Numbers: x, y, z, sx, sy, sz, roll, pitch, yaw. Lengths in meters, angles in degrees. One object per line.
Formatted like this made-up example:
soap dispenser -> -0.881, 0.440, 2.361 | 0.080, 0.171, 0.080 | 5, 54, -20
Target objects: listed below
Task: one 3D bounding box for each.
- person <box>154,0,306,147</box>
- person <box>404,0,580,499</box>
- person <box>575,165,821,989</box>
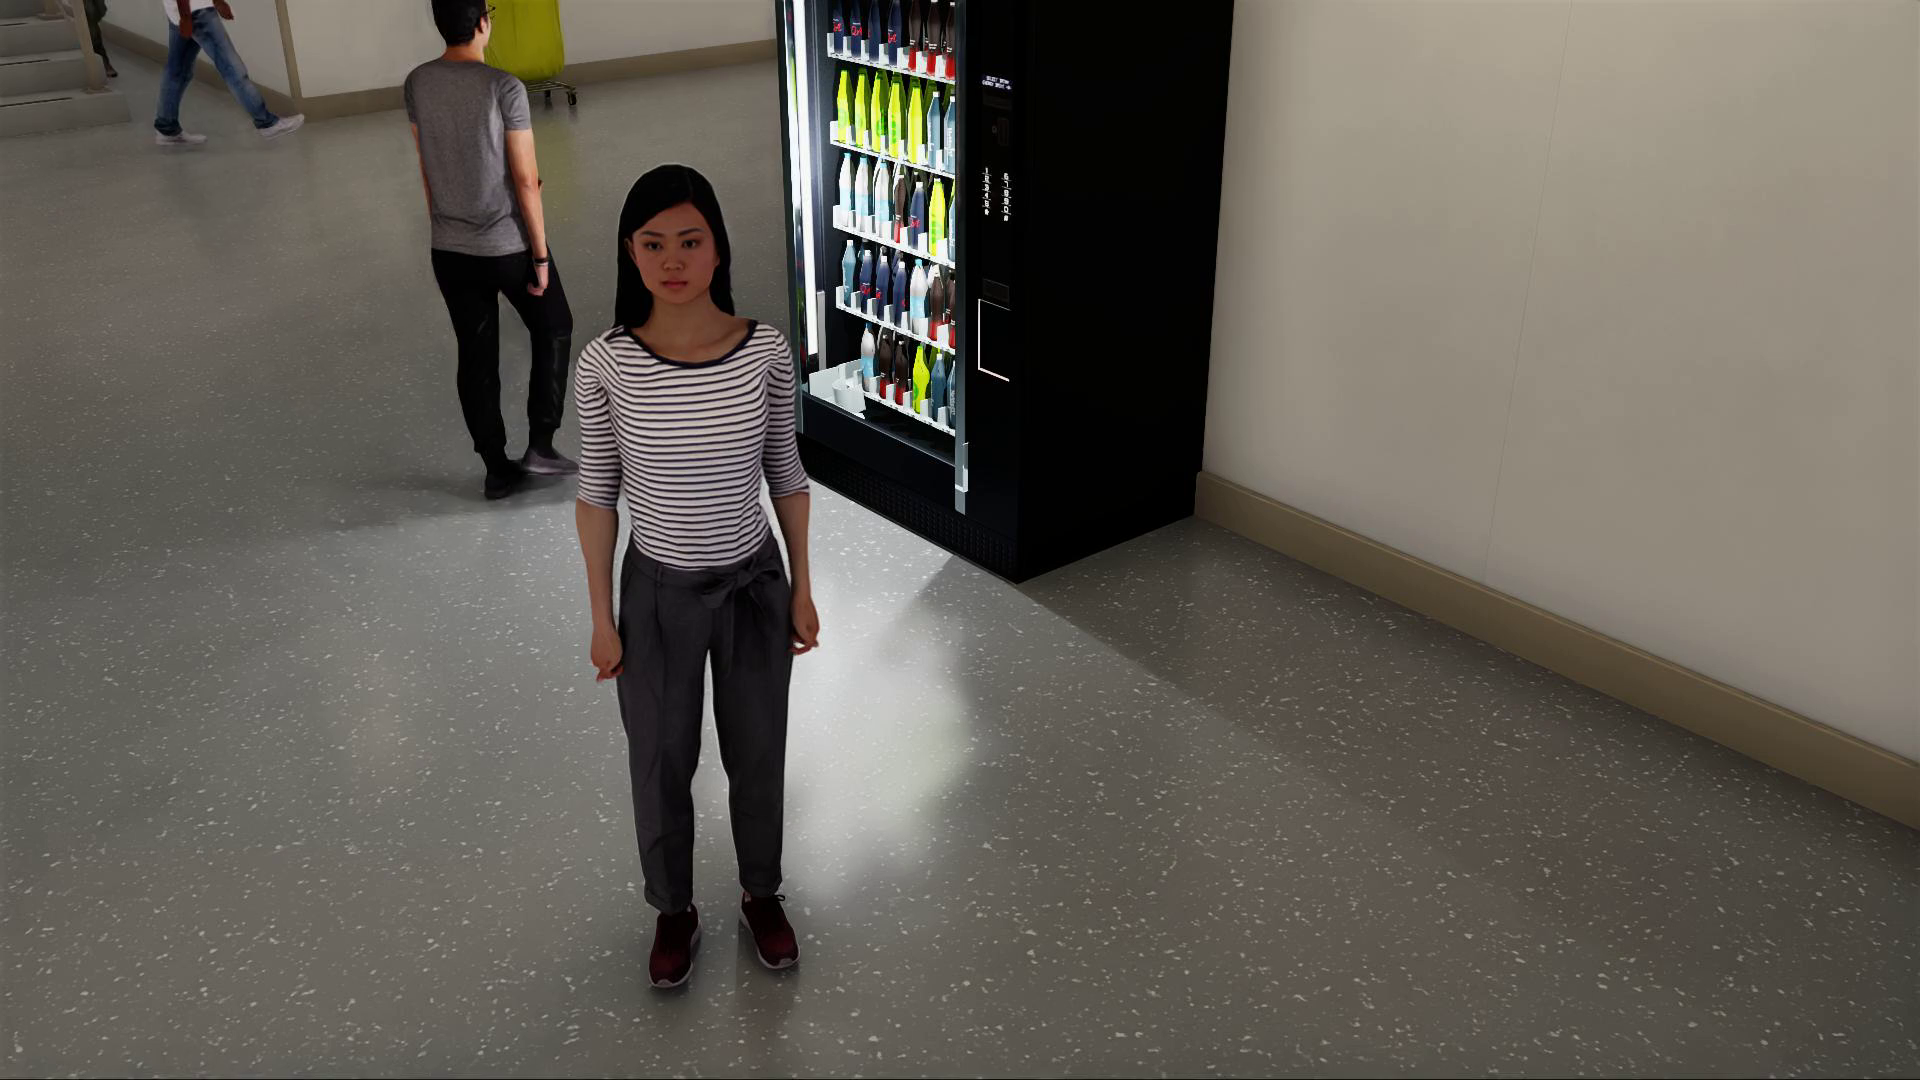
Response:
person -> -4.911, -3.331, 10.432 | 0.913, 1.768, 1.149 | -12, 28, -23
person -> -1.607, -0.943, 5.507 | 0.728, 1.745, 0.798 | 5, 26, 10
person -> -0.512, 0.114, 3.327 | 0.684, 1.734, 0.674 | -6, 26, -13
